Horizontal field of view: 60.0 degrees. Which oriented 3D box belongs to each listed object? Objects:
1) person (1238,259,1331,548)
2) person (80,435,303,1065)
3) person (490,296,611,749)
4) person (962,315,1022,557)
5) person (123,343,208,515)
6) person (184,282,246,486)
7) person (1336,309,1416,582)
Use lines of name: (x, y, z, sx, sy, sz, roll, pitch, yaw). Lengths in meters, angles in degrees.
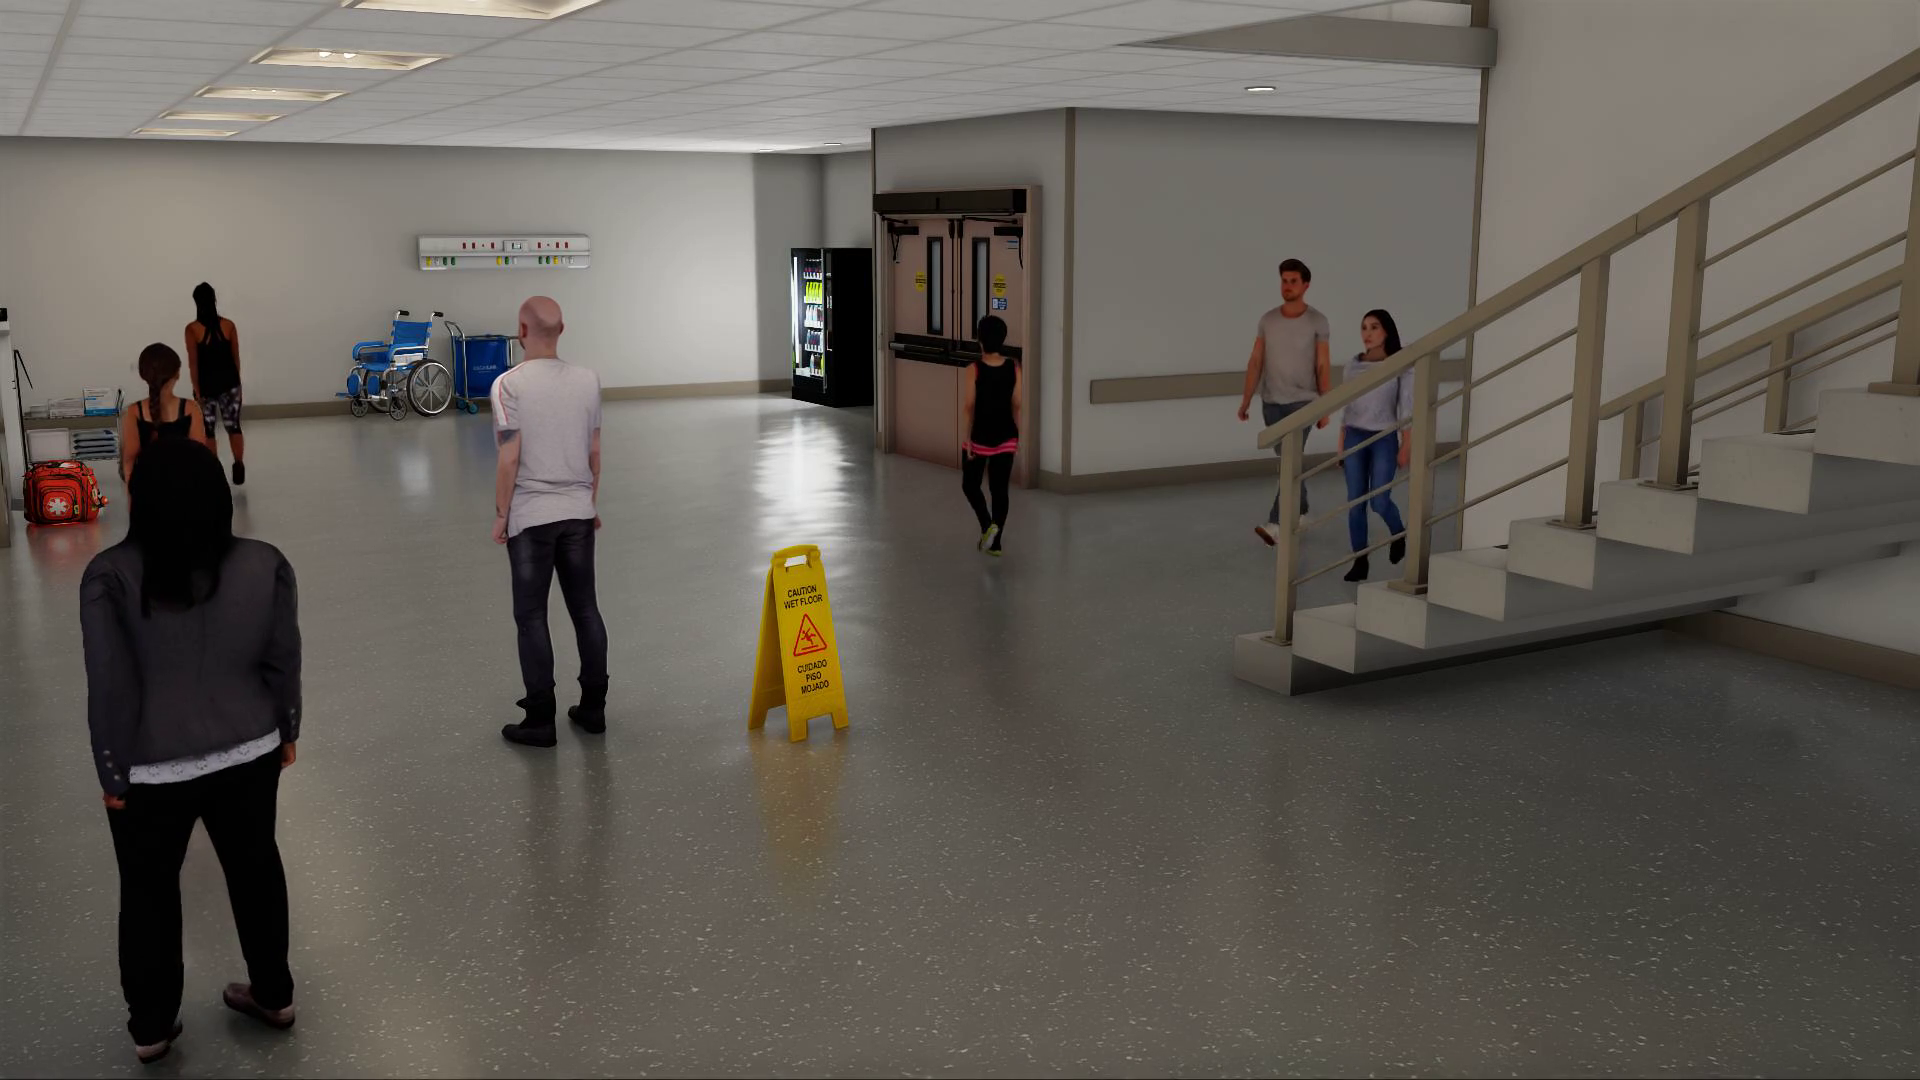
person: (2.217, -0.885, 11.021, 1.240, 1.842, 1.056, 8, 13, 36)
person: (-1.928, 0.535, 4.221, 0.711, 1.589, 0.721, 10, 15, 43)
person: (-1.685, -0.084, 6.827, 0.685, 1.832, 0.731, 10, 14, 41)
person: (0.217, -0.636, 10.523, 0.638, 1.539, 0.790, -3, 11, -16)
person: (-3.765, -0.136, 7.933, 0.580, 1.521, 1.029, -5, 12, -25)
person: (-5.956, -1.233, 13.414, 0.634, 1.634, 1.092, -7, 13, -34)
person: (2.484, -0.551, 9.866, 0.769, 1.617, 0.793, 9, 14, 41)
